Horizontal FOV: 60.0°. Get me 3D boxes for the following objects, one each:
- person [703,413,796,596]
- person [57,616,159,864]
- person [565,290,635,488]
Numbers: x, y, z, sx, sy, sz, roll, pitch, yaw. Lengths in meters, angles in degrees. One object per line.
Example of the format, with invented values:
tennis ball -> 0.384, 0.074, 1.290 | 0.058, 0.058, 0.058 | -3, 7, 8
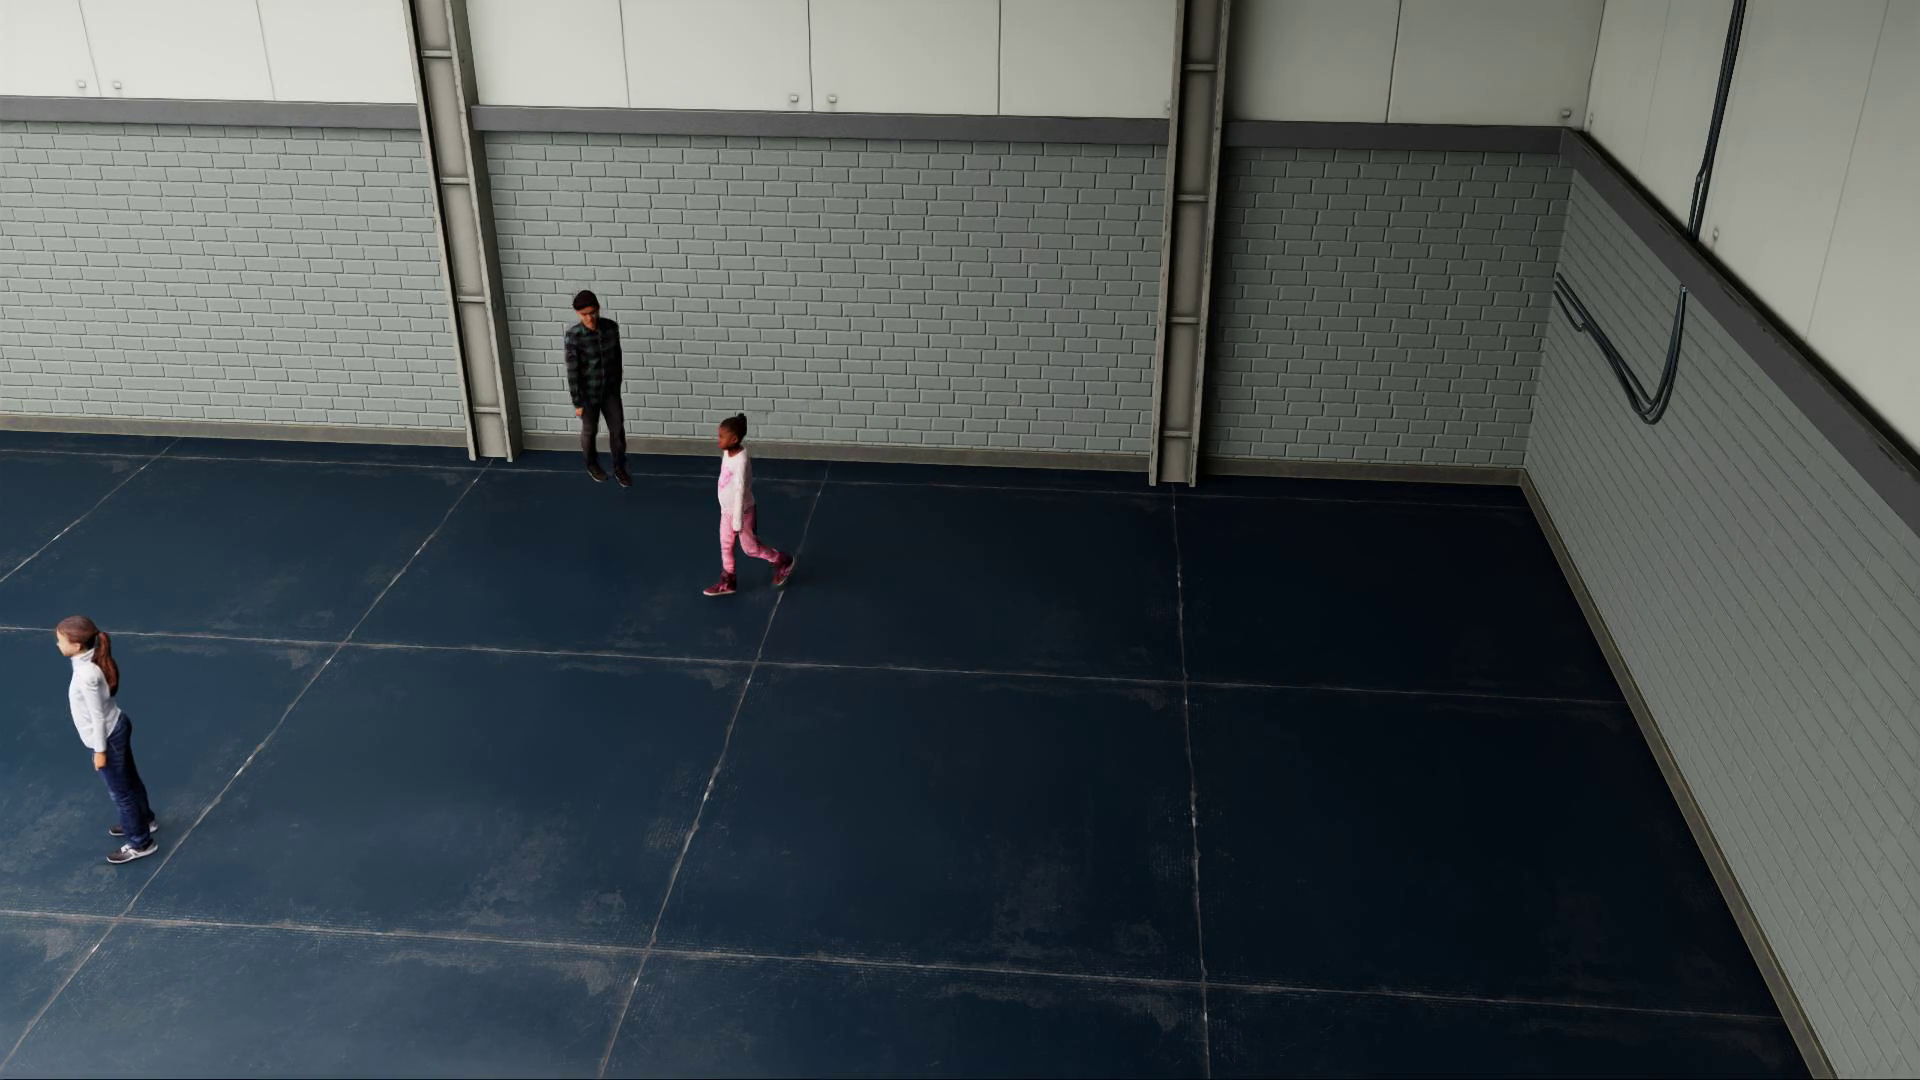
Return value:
person -> -1.567, -0.251, 12.286 | 1.010, 1.428, 0.851 | -13, 30, -24
person -> -4.862, 1.110, 9.501 | 0.633, 1.558, 0.608 | -9, 29, -17
person -> -2.896, -1.243, 13.222 | 0.919, 1.686, 0.950 | -22, 35, -36
